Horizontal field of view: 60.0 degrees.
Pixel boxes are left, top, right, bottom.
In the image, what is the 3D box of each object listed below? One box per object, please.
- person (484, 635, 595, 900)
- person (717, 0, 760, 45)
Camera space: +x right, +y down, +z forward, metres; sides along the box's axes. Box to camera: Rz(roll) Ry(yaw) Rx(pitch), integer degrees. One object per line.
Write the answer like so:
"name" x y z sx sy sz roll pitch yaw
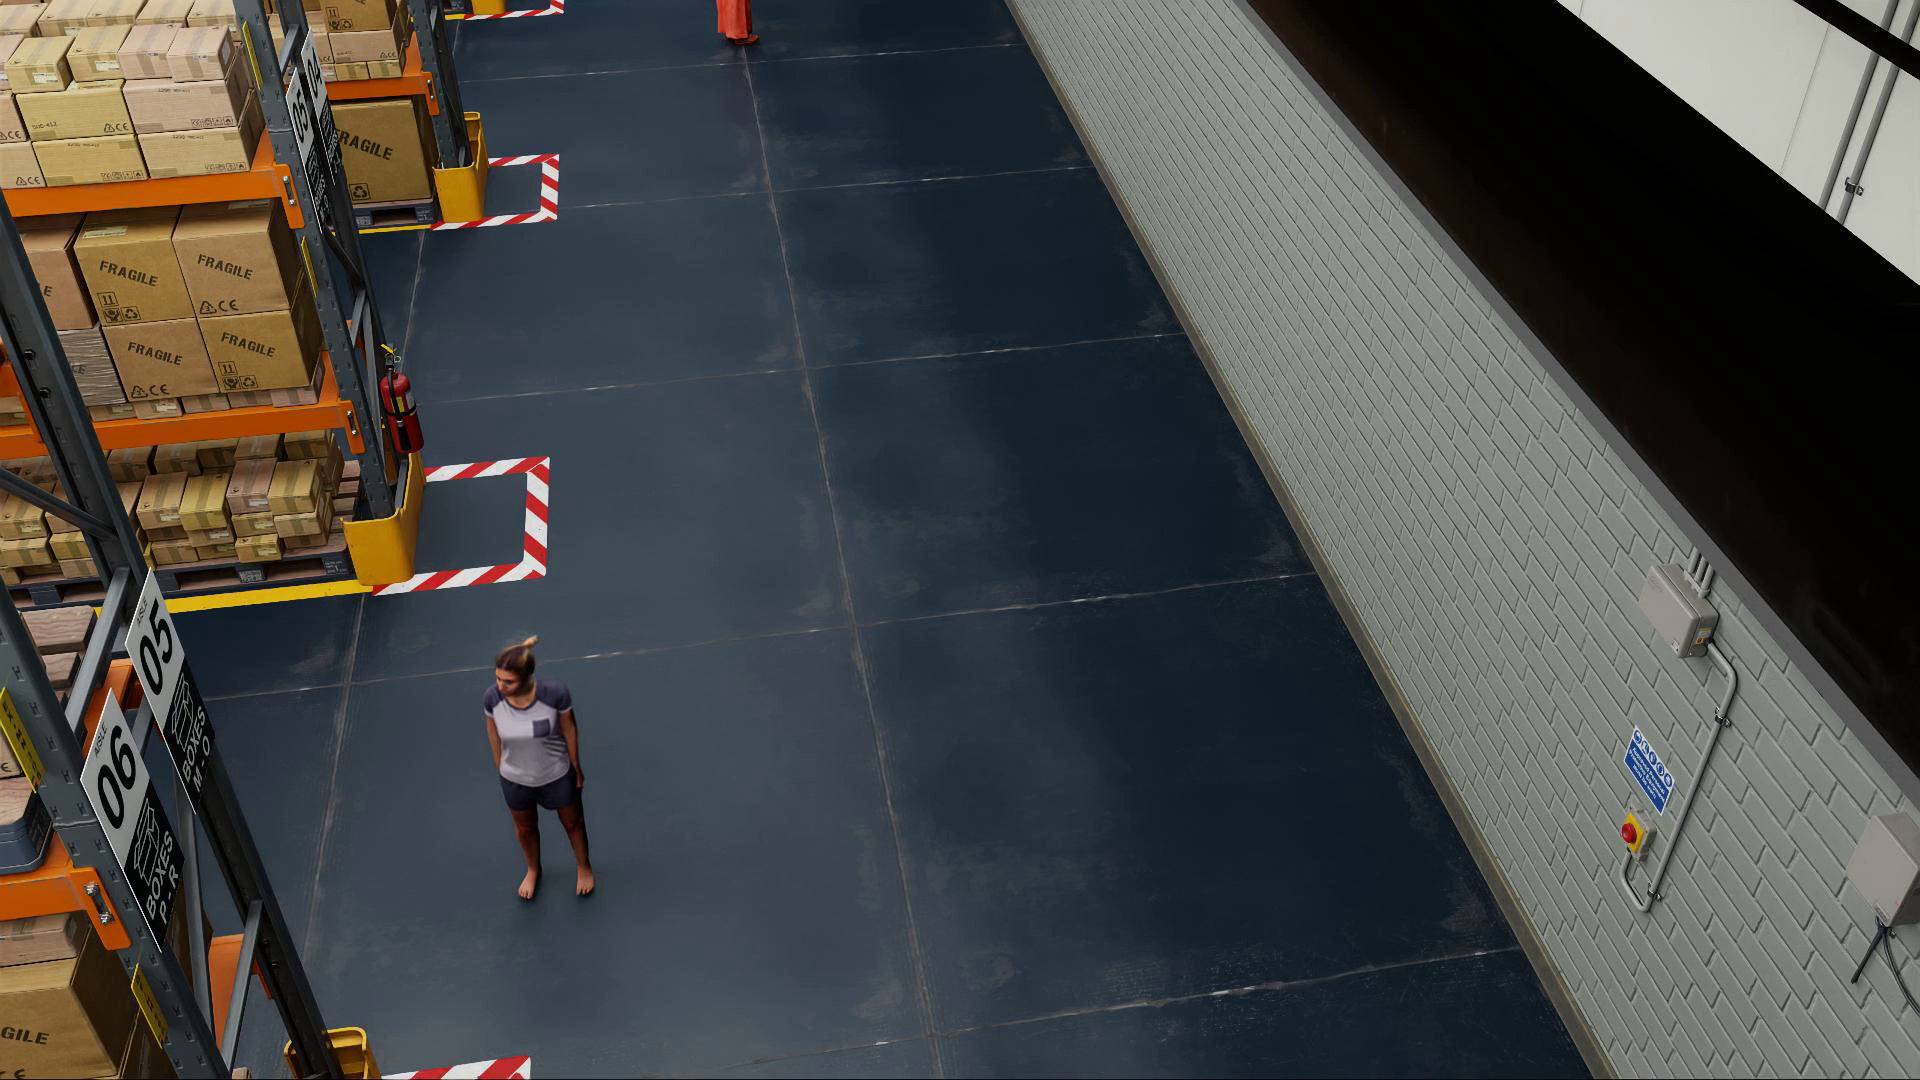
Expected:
"person" -2.056 1.124 8.121 0.470 1.622 0.661 -2 38 -3
"person" -2.349 -6.044 17.138 0.715 1.801 0.718 -22 43 -26
